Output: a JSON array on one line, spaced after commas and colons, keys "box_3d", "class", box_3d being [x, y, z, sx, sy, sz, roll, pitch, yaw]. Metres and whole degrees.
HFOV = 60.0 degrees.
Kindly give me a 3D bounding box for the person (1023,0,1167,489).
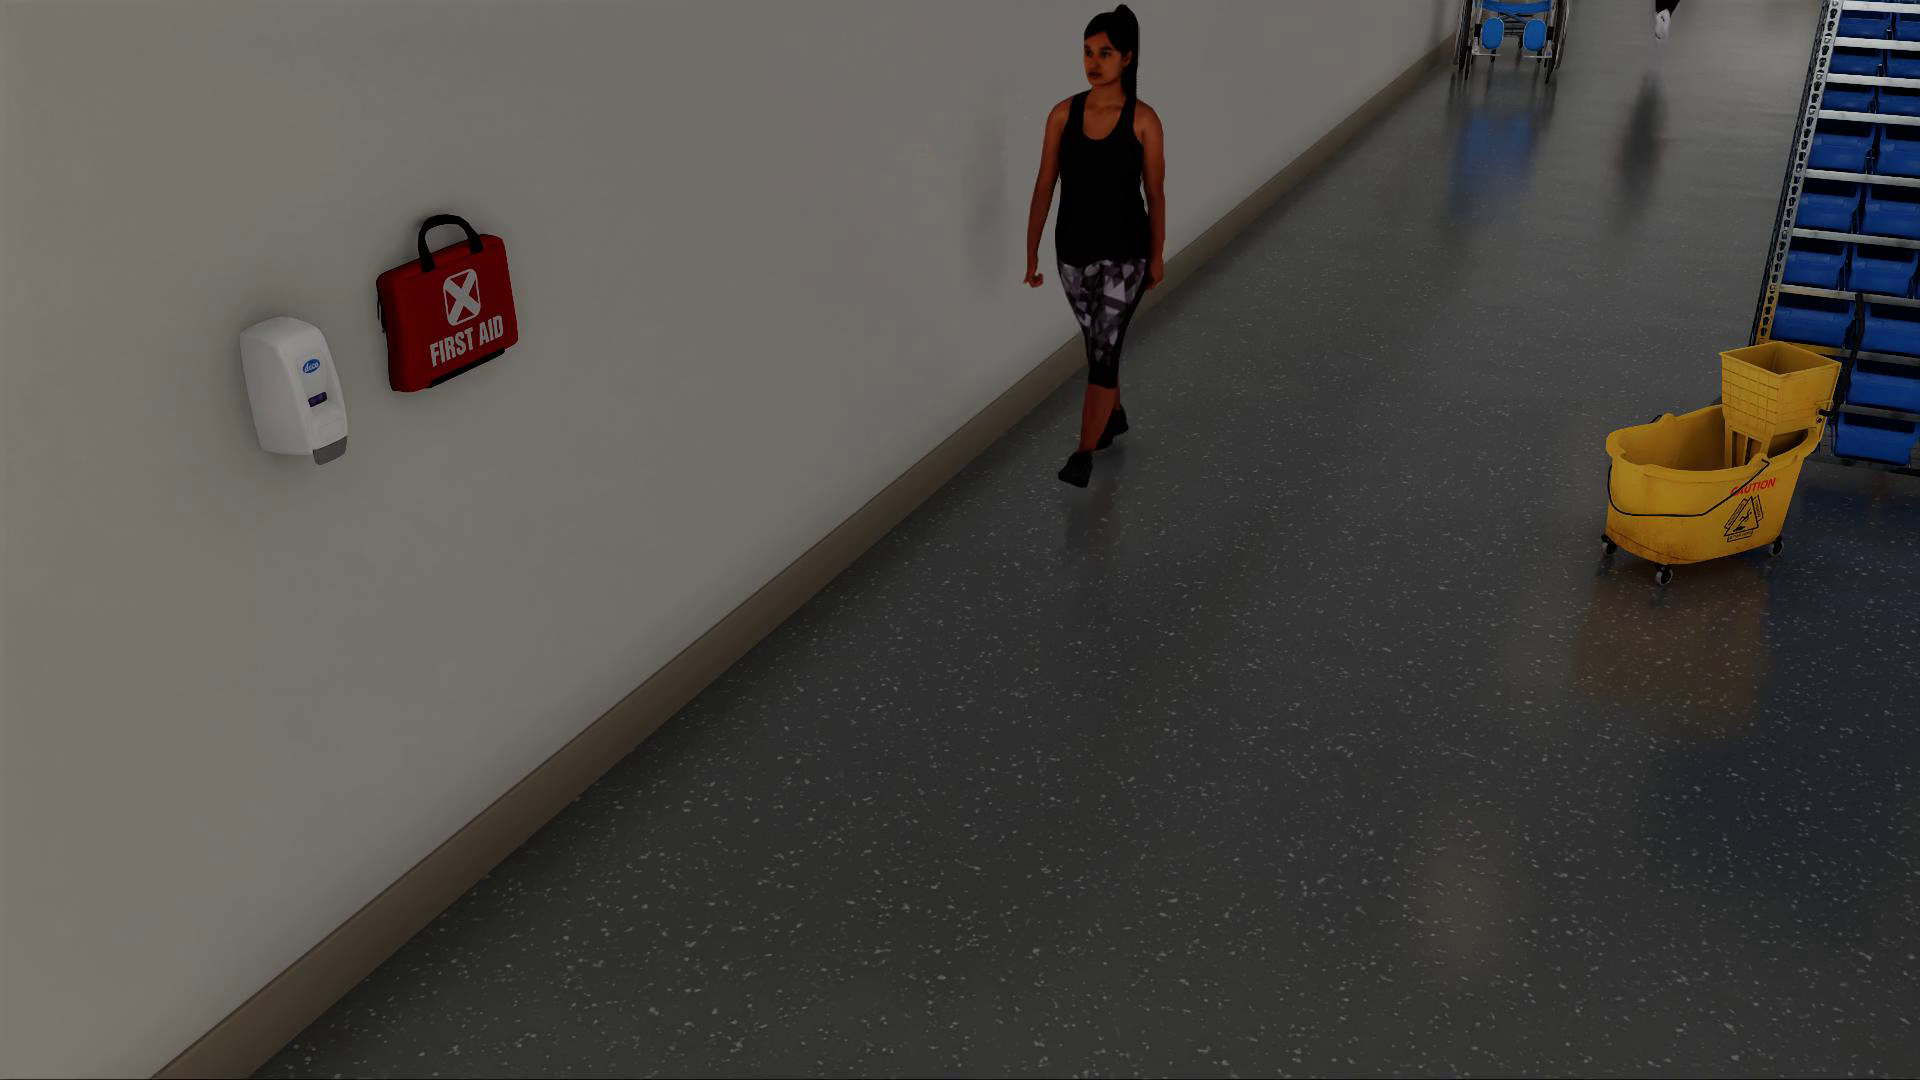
[{"box_3d": [0.538, -1.043, 5.945, 0.961, 1.631, 0.671, 12, 28, 23], "class": "person"}]
